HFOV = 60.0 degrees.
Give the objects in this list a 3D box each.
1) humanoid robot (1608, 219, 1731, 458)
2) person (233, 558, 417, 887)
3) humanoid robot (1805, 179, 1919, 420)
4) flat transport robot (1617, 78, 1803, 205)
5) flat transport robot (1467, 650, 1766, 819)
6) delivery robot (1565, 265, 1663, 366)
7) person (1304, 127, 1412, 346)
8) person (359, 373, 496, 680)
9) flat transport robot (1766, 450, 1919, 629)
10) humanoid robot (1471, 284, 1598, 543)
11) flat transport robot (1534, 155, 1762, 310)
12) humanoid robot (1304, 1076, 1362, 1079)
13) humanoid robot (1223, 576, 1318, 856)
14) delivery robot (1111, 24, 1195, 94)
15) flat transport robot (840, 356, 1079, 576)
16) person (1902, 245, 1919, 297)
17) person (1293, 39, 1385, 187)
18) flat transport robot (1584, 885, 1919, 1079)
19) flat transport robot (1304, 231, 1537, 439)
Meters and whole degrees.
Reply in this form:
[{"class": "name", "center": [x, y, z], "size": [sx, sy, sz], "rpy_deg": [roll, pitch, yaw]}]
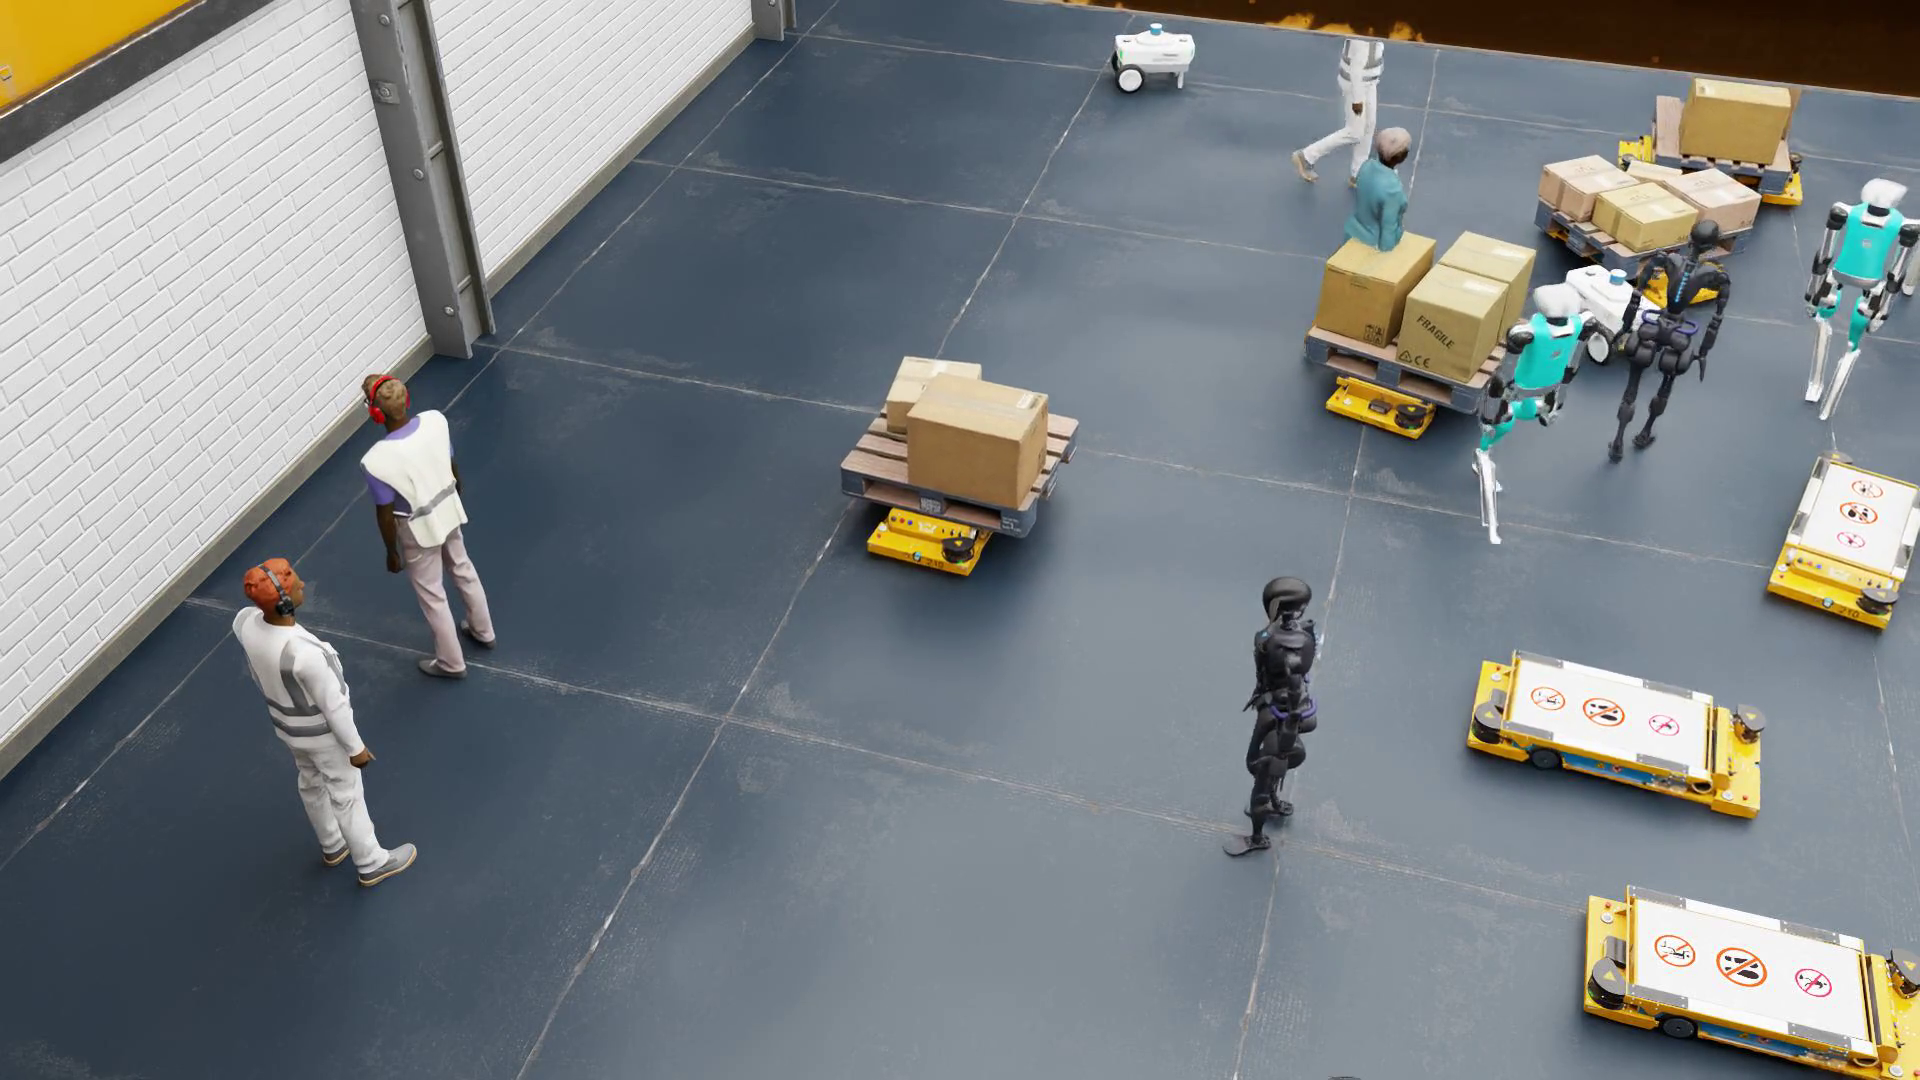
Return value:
[{"class": "humanoid robot", "center": [4.414, -1.245, 10.449], "size": [0.609, 1.665, 0.450], "rpy_deg": [21, 43, 24]}, {"class": "person", "center": [-2.954, 0.851, 7.659], "size": [0.573, 1.882, 0.355], "rpy_deg": [24, 44, 27]}, {"class": "humanoid robot", "center": [5.817, -1.596, 10.844], "size": [0.540, 1.792, 0.814], "rpy_deg": [24, 45, 27]}, {"class": "flat transport robot", "center": [6.242, -3.099, 13.859], "size": [1.431, 0.231, 0.659], "rpy_deg": [11, 40, 14]}, {"class": "flat transport robot", "center": [3.453, 1.000, 8.761], "size": [1.431, 0.231, 0.659], "rpy_deg": [13, 41, 16]}, {"class": "delivery robot", "center": [4.609, -1.631, 11.800], "size": [0.499, 0.589, 0.784], "rpy_deg": [-14, 41, -17]}, {"class": "person", "center": [2.818, -2.010, 11.339], "size": [0.759, 1.726, 0.536], "rpy_deg": [-15, 41, -18]}, {"class": "person", "center": [-2.822, -0.067, 8.847], "size": [0.403, 1.831, 0.571], "rpy_deg": [16, 42, 19]}, {"class": "flat transport robot", "center": [5.386, -0.032, 10.044], "size": [0.659, 0.231, 1.431], "rpy_deg": [22, 44, 25]}, {"class": "humanoid robot", "center": [3.269, -0.893, 9.958], "size": [0.544, 1.759, 0.905], "rpy_deg": [-7, 39, -9]}, {"class": "flat transport robot", "center": [5.175, -2.222, 12.769], "size": [0.659, 0.231, 1.431], "rpy_deg": [-14, 41, -17]}, {"class": "humanoid robot", "center": [1.360, 2.363, 5.946], "size": [0.477, 1.647, 0.607], "rpy_deg": [-15, 41, -17]}, {"class": "humanoid robot", "center": [1.512, 0.846, 7.836], "size": [0.392, 1.645, 0.612], "rpy_deg": [-2, 39, -2]}, {"class": "delivery robot", "center": [1.749, -4.442, 15.317], "size": [0.786, 0.614, 0.523], "rpy_deg": [0, 39, 0]}, {"class": "flat transport robot", "center": [0.002, -0.332, 10.417], "size": [0.659, 0.231, 1.431], "rpy_deg": [14, 41, 17]}, {"class": "person", "center": [7.247, -2.479, 11.992], "size": [0.521, 1.638, 0.309], "rpy_deg": [23, 44, 26]}, {"class": "person", "center": [3.149, -3.658, 13.279], "size": [0.659, 1.868, 0.583], "rpy_deg": [18, 42, 21]}, {"class": "flat transport robot", "center": [3.583, 2.009, 7.506], "size": [1.431, 0.231, 0.659], "rpy_deg": [11, 40, 14]}, {"class": "flat transport robot", "center": [3.127, -1.197, 11.493], "size": [0.659, 0.231, 1.431], "rpy_deg": [23, 44, 26]}]
